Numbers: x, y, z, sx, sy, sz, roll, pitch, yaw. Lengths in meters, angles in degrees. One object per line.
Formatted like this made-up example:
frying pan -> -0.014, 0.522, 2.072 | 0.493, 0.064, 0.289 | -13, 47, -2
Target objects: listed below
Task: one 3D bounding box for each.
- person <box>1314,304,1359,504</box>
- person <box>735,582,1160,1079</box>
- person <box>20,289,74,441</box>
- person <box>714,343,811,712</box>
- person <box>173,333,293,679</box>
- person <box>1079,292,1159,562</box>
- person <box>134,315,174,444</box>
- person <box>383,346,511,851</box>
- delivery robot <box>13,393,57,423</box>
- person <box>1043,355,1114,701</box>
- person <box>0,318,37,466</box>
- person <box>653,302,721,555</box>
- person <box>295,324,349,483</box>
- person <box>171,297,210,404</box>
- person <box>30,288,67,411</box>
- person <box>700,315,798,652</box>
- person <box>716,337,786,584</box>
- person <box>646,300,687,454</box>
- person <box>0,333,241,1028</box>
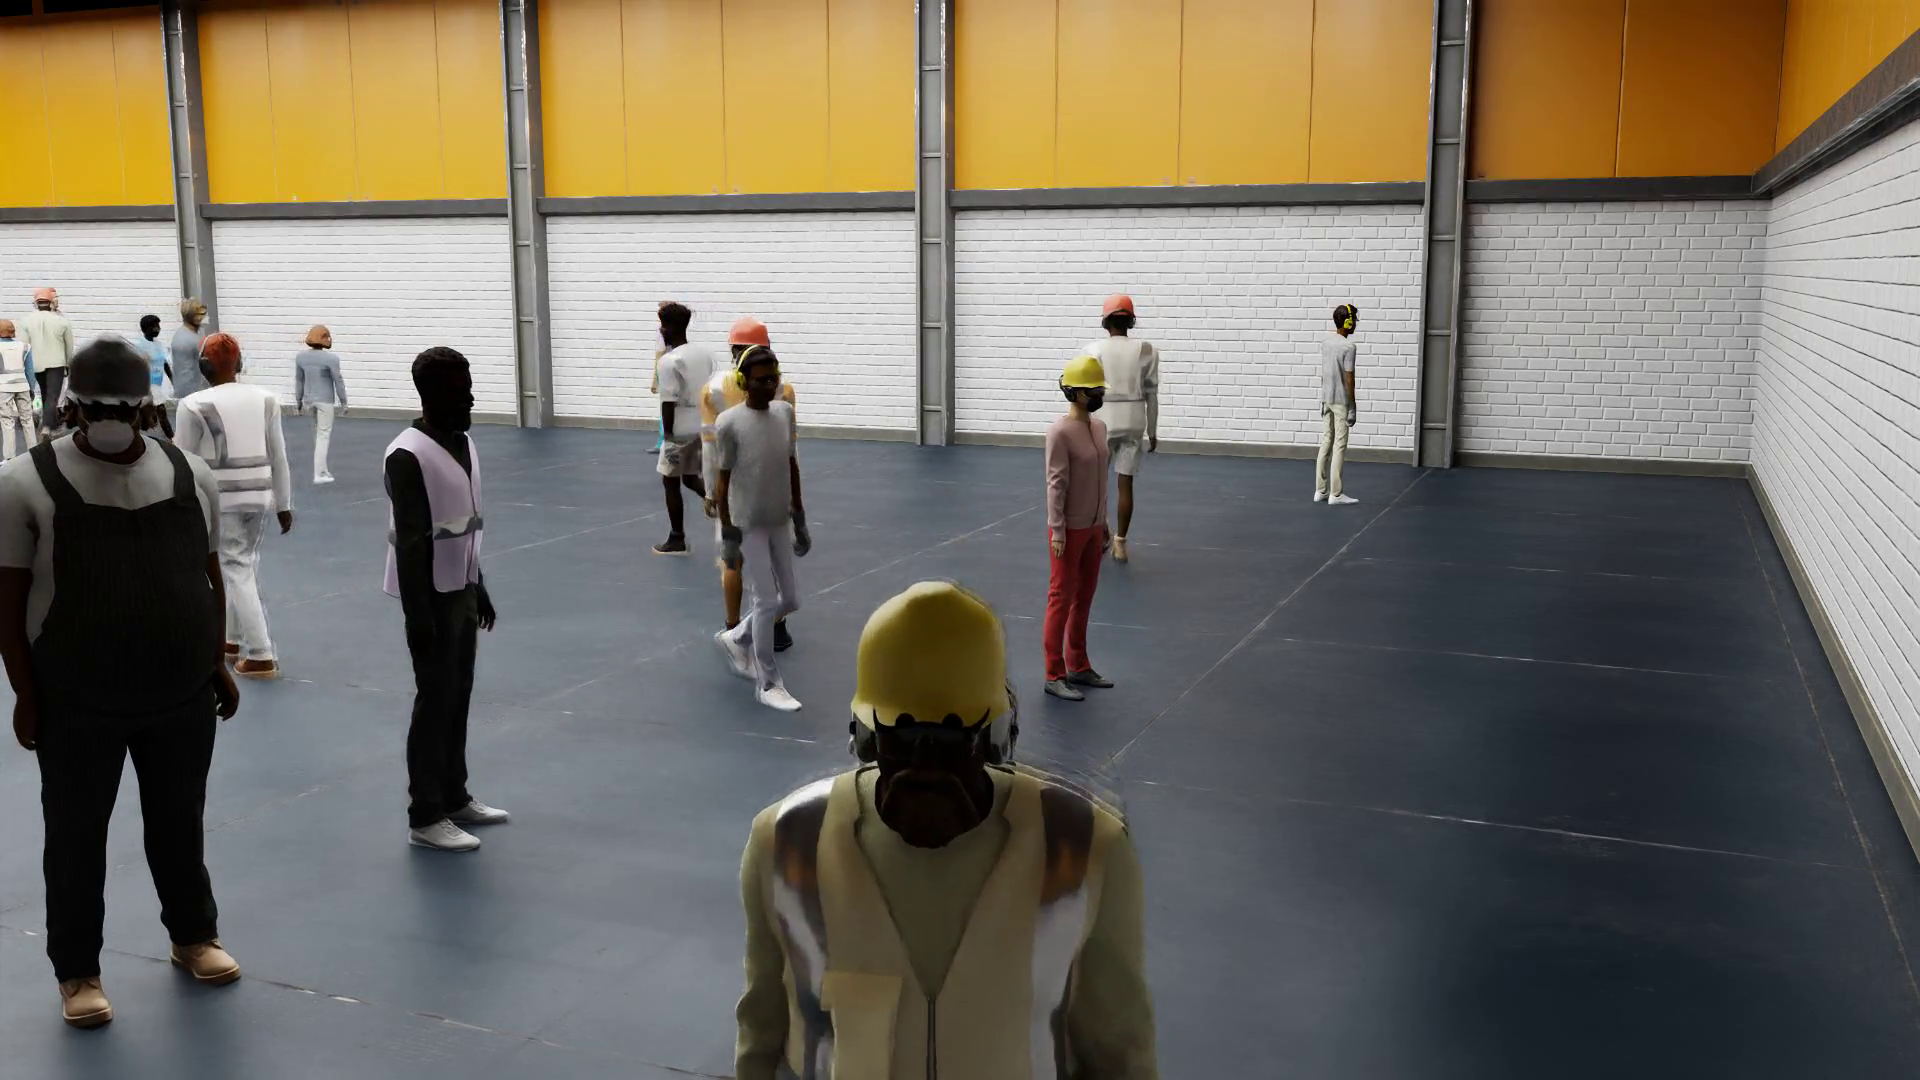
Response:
person -> 3.533, -1.257, 15.525 | 0.319, 1.860, 0.511 | -4, 10, -23
person -> -0.026, 0.953, 2.315 | 0.618, 1.784, 0.922 | 0, 9, 1
person -> -11.676, -2.237, 21.272 | 0.575, 1.934, 1.090 | -1, 9, -9
person -> -1.022, -0.071, 8.371 | 0.565, 1.842, 0.541 | 8, 12, 41
person -> -4.024, -0.191, 9.046 | 0.884, 1.850, 0.600 | 6, 11, 33
person -> 1.191, -0.843, 12.521 | 0.617, 2.025, 0.509 | 0, 9, 2
person -> -9.629, -1.854, 19.783 | 0.877, 1.644, 0.535 | -1, 9, -4
person -> -1.991, 0.216, 6.408 | 0.403, 1.917, 0.621 | 1, 9, 3
delivery robot -> -12.679, -1.828, 22.626 | 0.707, 0.478, 0.477 | 3, 10, 18
person -> 0.629, -0.068, 8.585 | 0.314, 1.767, 0.534 | 6, 11, 33
person -> -10.548, -1.639, 18.495 | 0.311, 1.636, 0.523 | 7, 11, 35
person -> -2.043, -0.833, 12.667 | 0.624, 1.947, 0.621 | 5, 11, 27
person -> -6.519, -1.399, 17.081 | 0.535, 1.614, 0.556 | 3, 10, 16
person -> -7.328, -1.339, 15.812 | 0.555, 1.923, 0.650 | -3, 10, -17
person -> -12.940, -2.644, 23.770 | 0.408, 1.908, 0.646 | 0, 9, 3
person -> -1.204, -0.315, 9.562 | 0.551, 1.935, 0.371 | -1, 9, -6
person -> -1.382, -0.479, 10.941 | 0.837, 1.818, 0.632 | 9, 13, 43
person -> -3.338, -1.890, 19.443 | 0.777, 1.823, 0.576 | 2, 10, 14
person -> -2.469, 0.393, 4.961 | 0.536, 2.000, 0.672 | 9, 13, 42
